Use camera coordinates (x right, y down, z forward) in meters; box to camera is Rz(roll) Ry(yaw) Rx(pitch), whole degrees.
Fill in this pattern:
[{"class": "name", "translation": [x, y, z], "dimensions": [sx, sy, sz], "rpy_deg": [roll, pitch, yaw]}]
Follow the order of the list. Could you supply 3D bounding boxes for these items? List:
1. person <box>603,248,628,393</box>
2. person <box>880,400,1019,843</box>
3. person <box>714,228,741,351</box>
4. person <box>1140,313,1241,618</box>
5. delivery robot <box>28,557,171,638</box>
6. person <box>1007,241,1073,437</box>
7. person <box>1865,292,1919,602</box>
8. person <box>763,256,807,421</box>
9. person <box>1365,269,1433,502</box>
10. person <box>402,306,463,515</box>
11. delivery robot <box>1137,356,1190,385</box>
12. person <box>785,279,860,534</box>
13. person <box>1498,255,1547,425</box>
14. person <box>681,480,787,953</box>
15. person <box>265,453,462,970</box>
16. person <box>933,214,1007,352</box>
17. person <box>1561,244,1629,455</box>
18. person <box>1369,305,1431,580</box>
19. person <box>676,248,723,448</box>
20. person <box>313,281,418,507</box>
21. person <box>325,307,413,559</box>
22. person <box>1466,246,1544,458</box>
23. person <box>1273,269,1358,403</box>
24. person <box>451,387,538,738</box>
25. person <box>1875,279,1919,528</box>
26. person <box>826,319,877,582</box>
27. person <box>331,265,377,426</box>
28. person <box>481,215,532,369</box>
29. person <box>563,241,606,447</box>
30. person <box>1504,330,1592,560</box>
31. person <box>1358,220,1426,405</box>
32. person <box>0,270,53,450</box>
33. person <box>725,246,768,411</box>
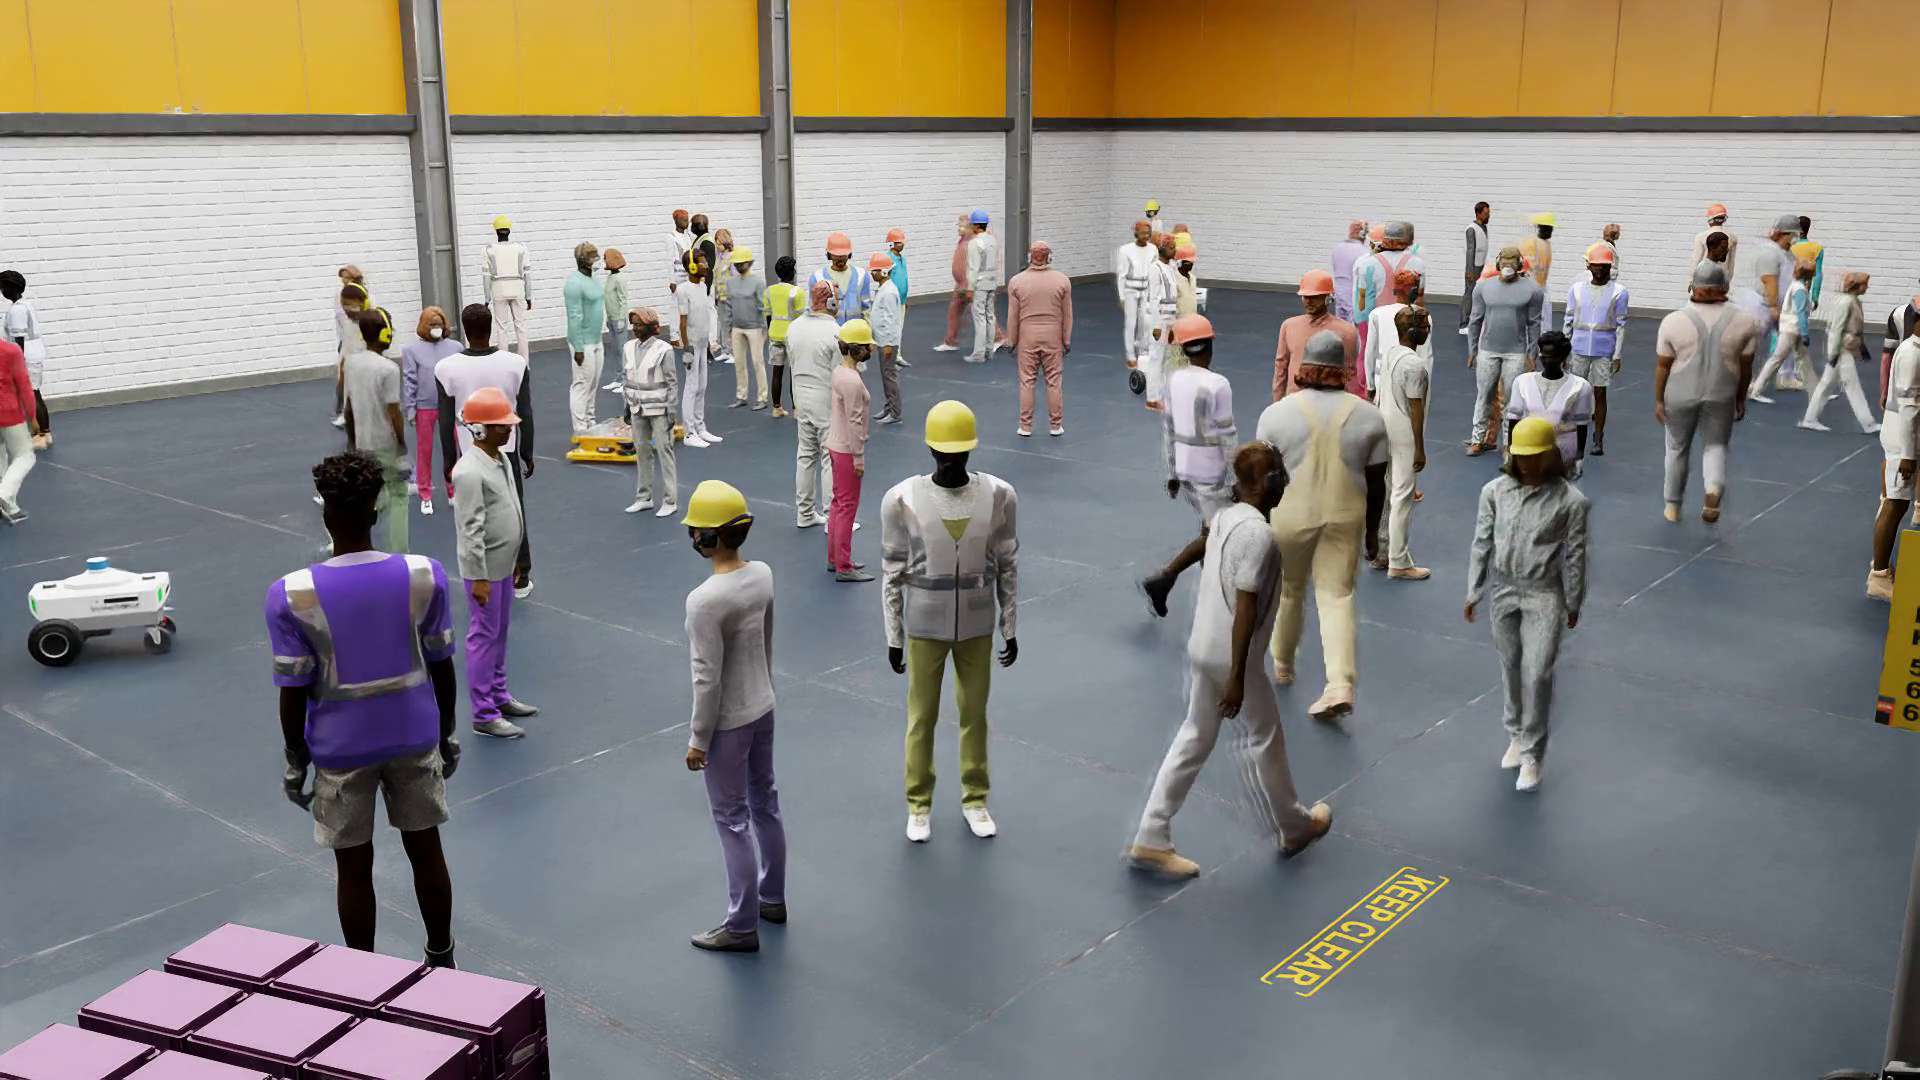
[{"class": "person", "translation": [-3.936, -2.508, 19.024], "dimensions": [0.280, 1.633, 0.500], "rpy_deg": [-8, 16, -30]}, {"class": "person", "translation": [-0.034, 0.355, 7.015], "dimensions": [0.587, 1.920, 0.398], "rpy_deg": [-3, 14, -11]}, {"class": "person", "translation": [-3.190, -3.382, 22.500], "dimensions": [0.523, 1.639, 0.306], "rpy_deg": [3, 14, 10]}, {"class": "person", "translation": [1.459, -0.432, 10.199], "dimensions": [0.775, 1.893, 0.574], "rpy_deg": [-7, 16, -26]}, {"class": "delivery robot", "translation": [-4.961, 0.343, 9.618], "dimensions": [0.707, 0.478, 0.477], "rpy_deg": [-5, 15, -19]}, {"class": "person", "translation": [0.778, -1.958, 16.268], "dimensions": [0.639, 1.910, 0.406], "rpy_deg": [0, 14, 0]}, {"class": "person", "translation": [6.095, -0.613, 10.634], "dimensions": [0.382, 2.038, 0.606], "rpy_deg": [8, 16, 30]}, {"class": "person", "translation": [-1.779, -2.075, 17.166], "dimensions": [0.534, 1.697, 0.318], "rpy_deg": [8, 16, 30]}, {"class": "person", "translation": [3.542, -1.237, 13.439], "dimensions": [0.337, 1.879, 0.584], "rpy_deg": [-13, 19, -43]}, {"class": "person", "translation": [-4.116, -1.027, 13.106], "dimensions": [0.499, 1.632, 0.281], "rpy_deg": [-10, 17, -35]}, {"class": "delivery robot", "translation": [2.302, -1.937, 18.738], "dimensions": [0.477, 0.478, 0.707], "rpy_deg": [-7, 16, -24]}, {"class": "person", "translation": [-1.004, -0.990, 12.428], "dimensions": [0.635, 1.900, 0.404], "rpy_deg": [13, 19, 42]}, {"class": "person", "translation": [5.548, -1.979, 16.670], "dimensions": [0.349, 1.747, 0.564], "rpy_deg": [-12, 18, -39]}, {"class": "person", "translation": [-0.858, 0.650, 6.136], "dimensions": [0.326, 1.767, 0.533], "rpy_deg": [6, 15, 22]}, {"class": "person", "translation": [-1.993, 0.675, 5.640], "dimensions": [0.602, 1.961, 0.368], "rpy_deg": [-9, 17, -32]}, {"class": "person", "translation": [0.166, -3.423, 22.228], "dimensions": [0.897, 1.868, 0.641], "rpy_deg": [-4, 15, -17]}, {"class": "person", "translation": [5.844, -1.754, 15.381], "dimensions": [0.552, 1.942, 0.343], "rpy_deg": [8, 16, 29]}, {"class": "person", "translation": [2.981, -0.655, 11.188], "dimensions": [0.345, 1.847, 0.504], "rpy_deg": [-4, 14, -14]}, {"class": "person", "translation": [-2.489, -1.826, 15.809], "dimensions": [0.326, 1.877, 0.518], "rpy_deg": [4, 15, 16]}, {"class": "person", "translation": [-4.790, -1.165, 13.330], "dimensions": [0.959, 1.815, 0.573], "rpy_deg": [-13, 19, -42]}, {"class": "person", "translation": [-3.882, -0.600, 10.977], "dimensions": [0.526, 1.843, 0.655], "rpy_deg": [8, 16, 30]}, {"class": "person", "translation": [4.964, -1.711, 15.220], "dimensions": [0.634, 1.936, 0.359], "rpy_deg": [6, 15, 22]}, {"class": "person", "translation": [2.577, -0.979, 12.176], "dimensions": [0.622, 1.993, 0.384], "rpy_deg": [9, 16, 31]}, {"class": "person", "translation": [-2.327, 0.103, 8.344], "dimensions": [0.341, 1.752, 0.563], "rpy_deg": [0, 14, 1]}, {"class": "person", "translation": [7.335, -1.122, 12.655], "dimensions": [0.393, 2.041, 0.614], "rpy_deg": [-10, 17, -34]}, {"class": "person", "translation": [-0.717, -0.601, 11.157], "dimensions": [0.349, 1.759, 0.521], "rpy_deg": [-4, 15, -14]}, {"class": "person", "translation": [-6.133, -1.944, 16.781], "dimensions": [0.540, 1.614, 0.674], "rpy_deg": [4, 15, 15]}, {"class": "person", "translation": [-5.562, -3.010, 20.434], "dimensions": [0.594, 1.924, 0.371], "rpy_deg": [-7, 16, -26]}, {"class": "person", "translation": [-3.532, -1.851, 15.780], "dimensions": [0.372, 1.939, 0.629], "rpy_deg": [2, 14, 8]}, {"class": "person", "translation": [3.898, -0.554, 11.083], "dimensions": [0.540, 1.697, 0.317], "rpy_deg": [8, 16, 28]}, {"class": "person", "translation": [4.518, -2.340, 17.525], "dimensions": [0.683, 2.000, 0.538], "rpy_deg": [2, 14, 8]}, {"class": "person", "translation": [-8.789, -1.693, 15.660], "dimensions": [0.320, 1.686, 0.541], "rpy_deg": [-5, 15, -20]}, {"class": "person", "translation": [-2.283, -2.258, 17.780], "dimensions": [0.537, 1.761, 0.342], "rpy_deg": [8, 16, 29]}]
